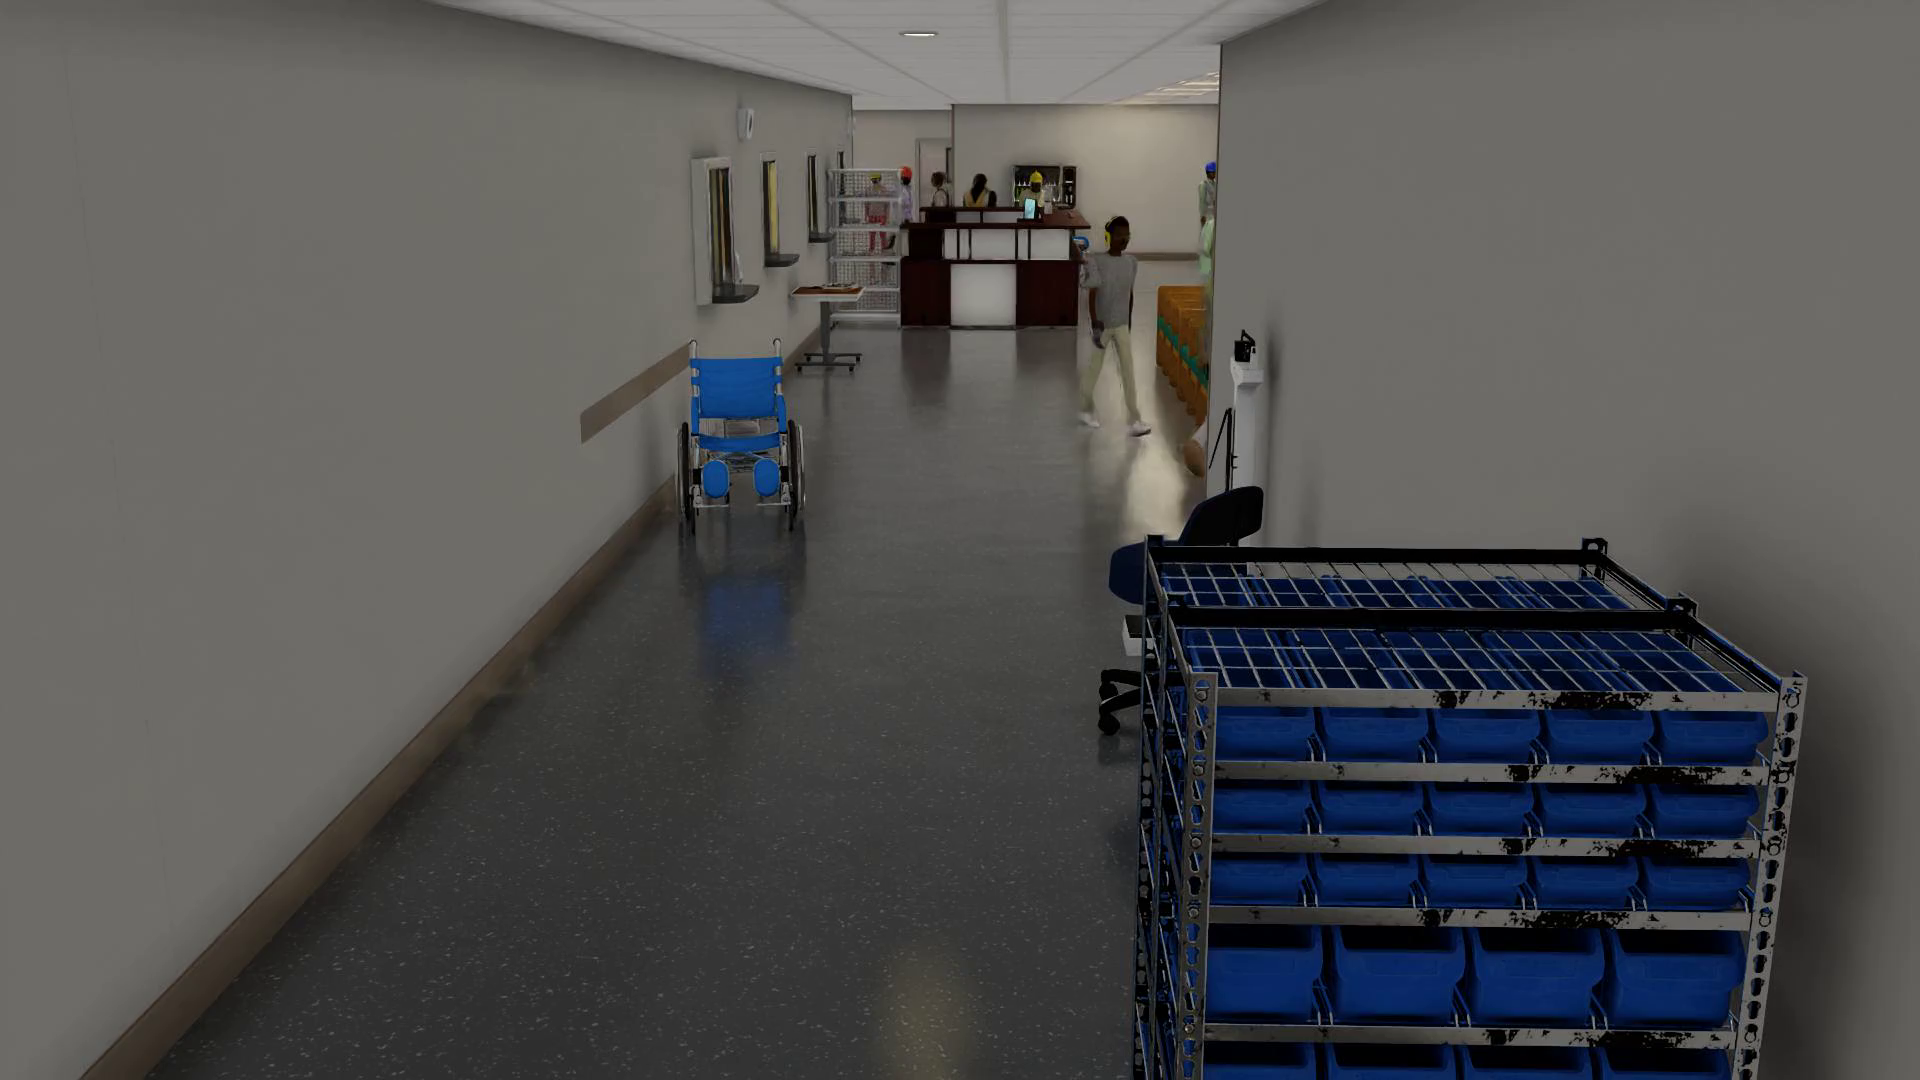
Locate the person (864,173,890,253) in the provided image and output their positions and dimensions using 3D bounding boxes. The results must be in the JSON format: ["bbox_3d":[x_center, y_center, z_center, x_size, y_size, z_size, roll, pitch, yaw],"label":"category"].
[{"bbox_3d":[-1.638,-6.379,32.682,0.533,1.767,0.327,4,15,18],"label":"person"}]

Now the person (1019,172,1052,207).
[{"bbox_3d":[1.296,-5.417,28.670,0.595,1.825,0.404,-1,14,-3],"label":"person"}]

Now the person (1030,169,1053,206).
[{"bbox_3d":[1.565,-5.797,30.213,0.450,1.816,0.680,-8,16,-30],"label":"person"}]

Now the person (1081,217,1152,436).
[{"bbox_3d":[1.282,-1.797,13.991,0.517,1.817,0.994,-5,15,-21],"label":"person"}]

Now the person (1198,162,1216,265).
[{"bbox_3d":[4.635,-6.041,30.937,0.391,1.948,0.605,9,17,33],"label":"person"}]

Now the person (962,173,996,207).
[{"bbox_3d":[0.303,-5.393,28.610,0.620,1.804,0.659,5,15,21],"label":"person"}]

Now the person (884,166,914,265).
[{"bbox_3d":[-1.040,-6.074,31.253,1.064,1.879,0.546,11,18,38],"label":"person"}]
